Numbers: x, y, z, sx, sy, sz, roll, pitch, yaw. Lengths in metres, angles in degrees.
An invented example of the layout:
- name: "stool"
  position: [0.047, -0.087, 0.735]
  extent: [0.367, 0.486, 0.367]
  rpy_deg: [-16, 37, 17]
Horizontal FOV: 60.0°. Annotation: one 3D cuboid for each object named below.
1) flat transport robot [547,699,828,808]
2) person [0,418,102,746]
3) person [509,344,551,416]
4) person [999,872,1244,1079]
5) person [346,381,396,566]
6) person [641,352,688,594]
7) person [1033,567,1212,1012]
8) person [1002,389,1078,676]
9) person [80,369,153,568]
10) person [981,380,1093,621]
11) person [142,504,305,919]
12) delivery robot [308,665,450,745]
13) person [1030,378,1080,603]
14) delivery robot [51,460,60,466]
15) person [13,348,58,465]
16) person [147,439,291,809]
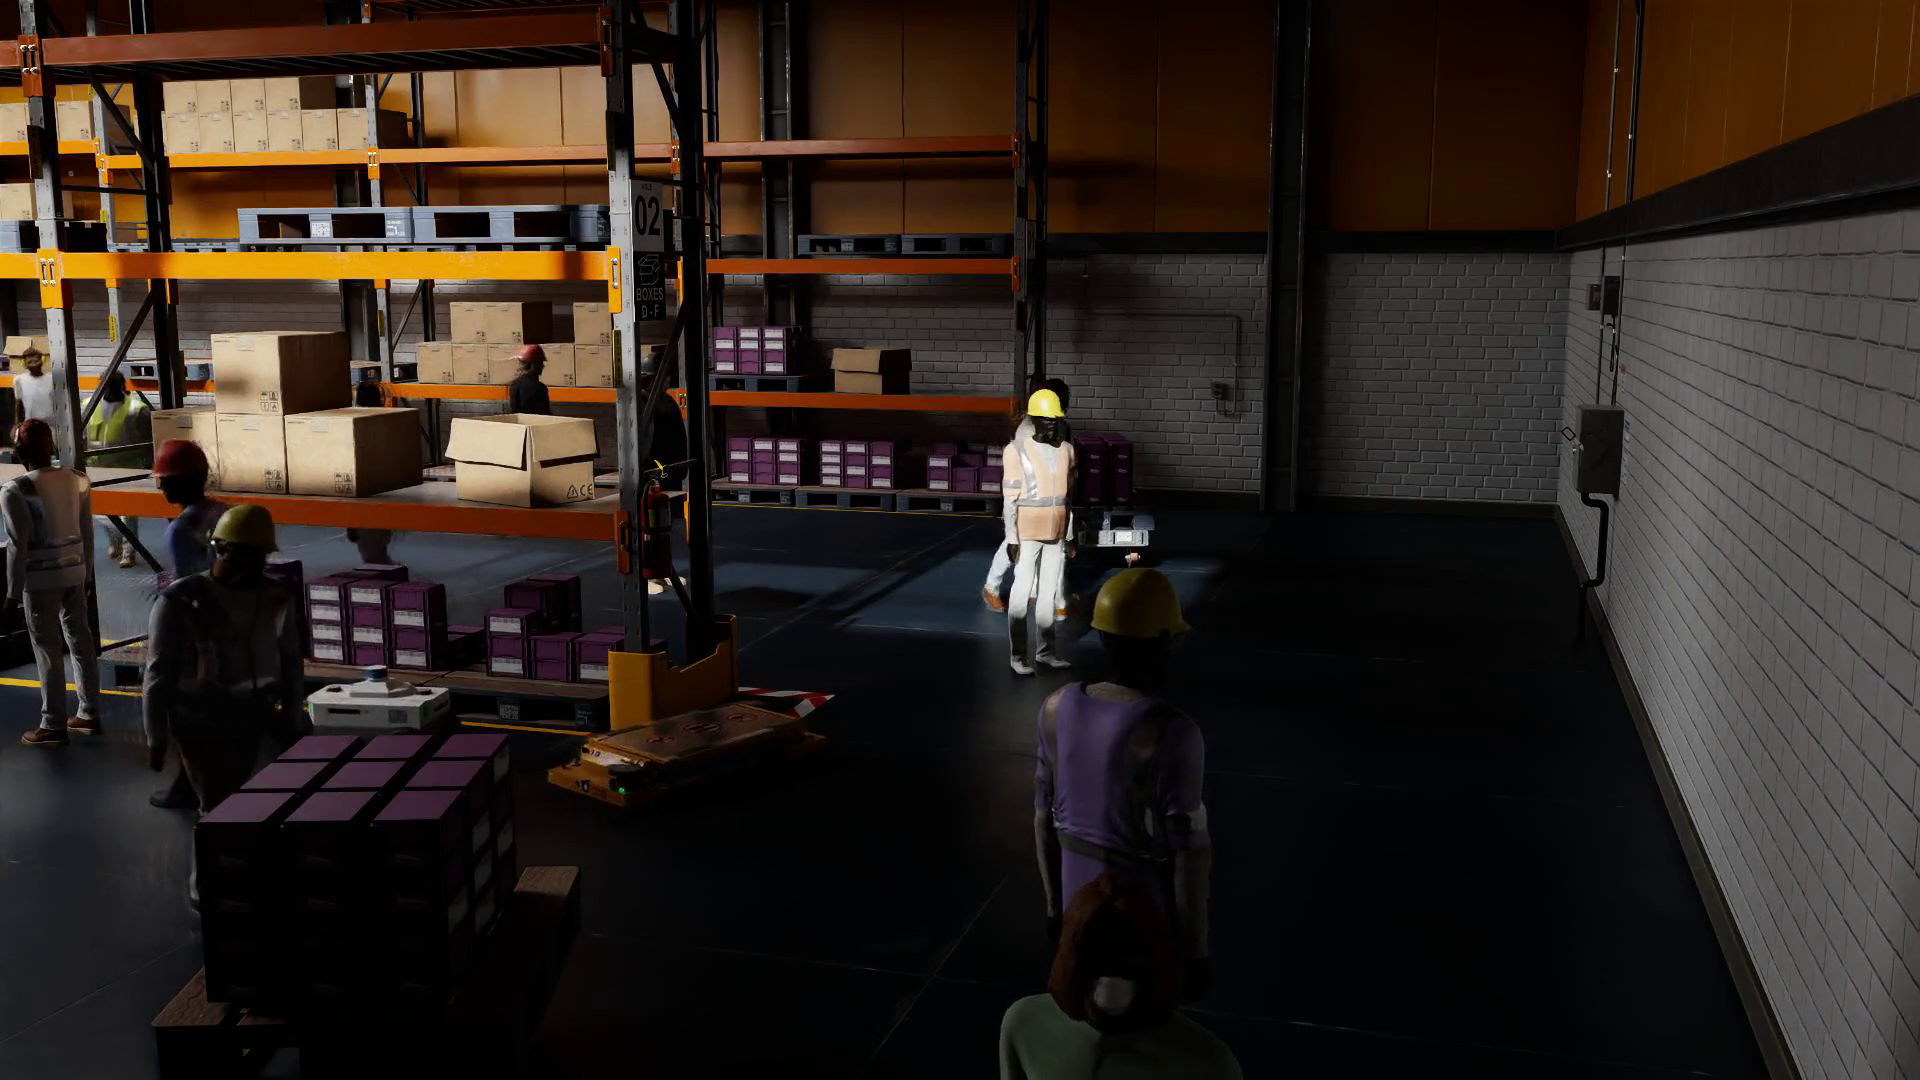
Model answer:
- name: "flat transport robot"
  position: [-1.455, 1.133, 9.041]
  extent: [0.652, 0.197, 1.431]
  rpy_deg: [8, 12, 40]
- name: "person"
  position: [-5.226, 0.242, 9.556]
  extent: [0.356, 1.887, 0.572]
  rpy_deg: [3, 10, 19]
- name: "person"
  position: [-4.426, -1.019, 17.013]
  extent: [0.811, 1.968, 0.623]
  rpy_deg: [-9, 13, -44]
- name: "person"
  position: [0.281, 1.417, 3.156]
  extent: [0.507, 1.634, 0.274]
  rpy_deg: [5, 10, 26]
- name: "person"
  position: [-4.278, -0.200, 12.132]
  extent: [0.431, 1.924, 0.647]
  rpy_deg: [2, 10, 13]
- name: "person"
  position: [-2.535, -0.578, 14.090]
  extent: [0.536, 2.000, 0.688]
  rpy_deg: [4, 10, 23]
- name: "person"
  position: [0.463, 1.029, 4.633]
  extent: [0.380, 1.928, 0.586]
  rpy_deg: [-8, 12, -41]
- name: "person"
  position: [0.553, -0.058, 11.258]
  extent: [0.584, 1.928, 0.373]
  rpy_deg: [-7, 11, -35]
- name: "person"
  position: [-7.764, -0.672, 15.299]
  extent: [0.664, 1.829, 0.559]
  rpy_deg: [-1, 9, -6]
- name: "person"
  position: [0.591, -0.325, 13.069]
  extent: [1.033, 1.877, 0.700]
  rpy_deg: [7, 12, 37]
- name: "person"
  position: [-2.951, 0.748, 6.775]
  extent: [0.747, 1.786, 0.619]
  rpy_deg: [6, 11, 31]
- name: "delivery robot"
  position: [-3.184, 0.929, 9.121]
  extent: [0.707, 0.478, 0.477]
  rpy_deg: [1, 9, 6]
- name: "person"
  position: [0.757, -0.405, 13.637]
  extent: [0.429, 1.842, 0.633]
  rpy_deg: [-4, 10, -22]
- name: "delivery robot"
  position: [-10.199, -0.658, 18.809]
  extent: [0.707, 0.478, 0.477]
  rpy_deg: [-4, 10, -25]
- name: "person"
  position: [-10.455, -1.282, 19.063]
  extent: [0.675, 1.807, 0.959]
  rpy_deg: [-6, 11, -32]
- name: "person"
  position: [-3.684, 0.437, 8.336]
  extent: [0.851, 1.906, 0.539]
  rpy_deg: [2, 10, 12]
